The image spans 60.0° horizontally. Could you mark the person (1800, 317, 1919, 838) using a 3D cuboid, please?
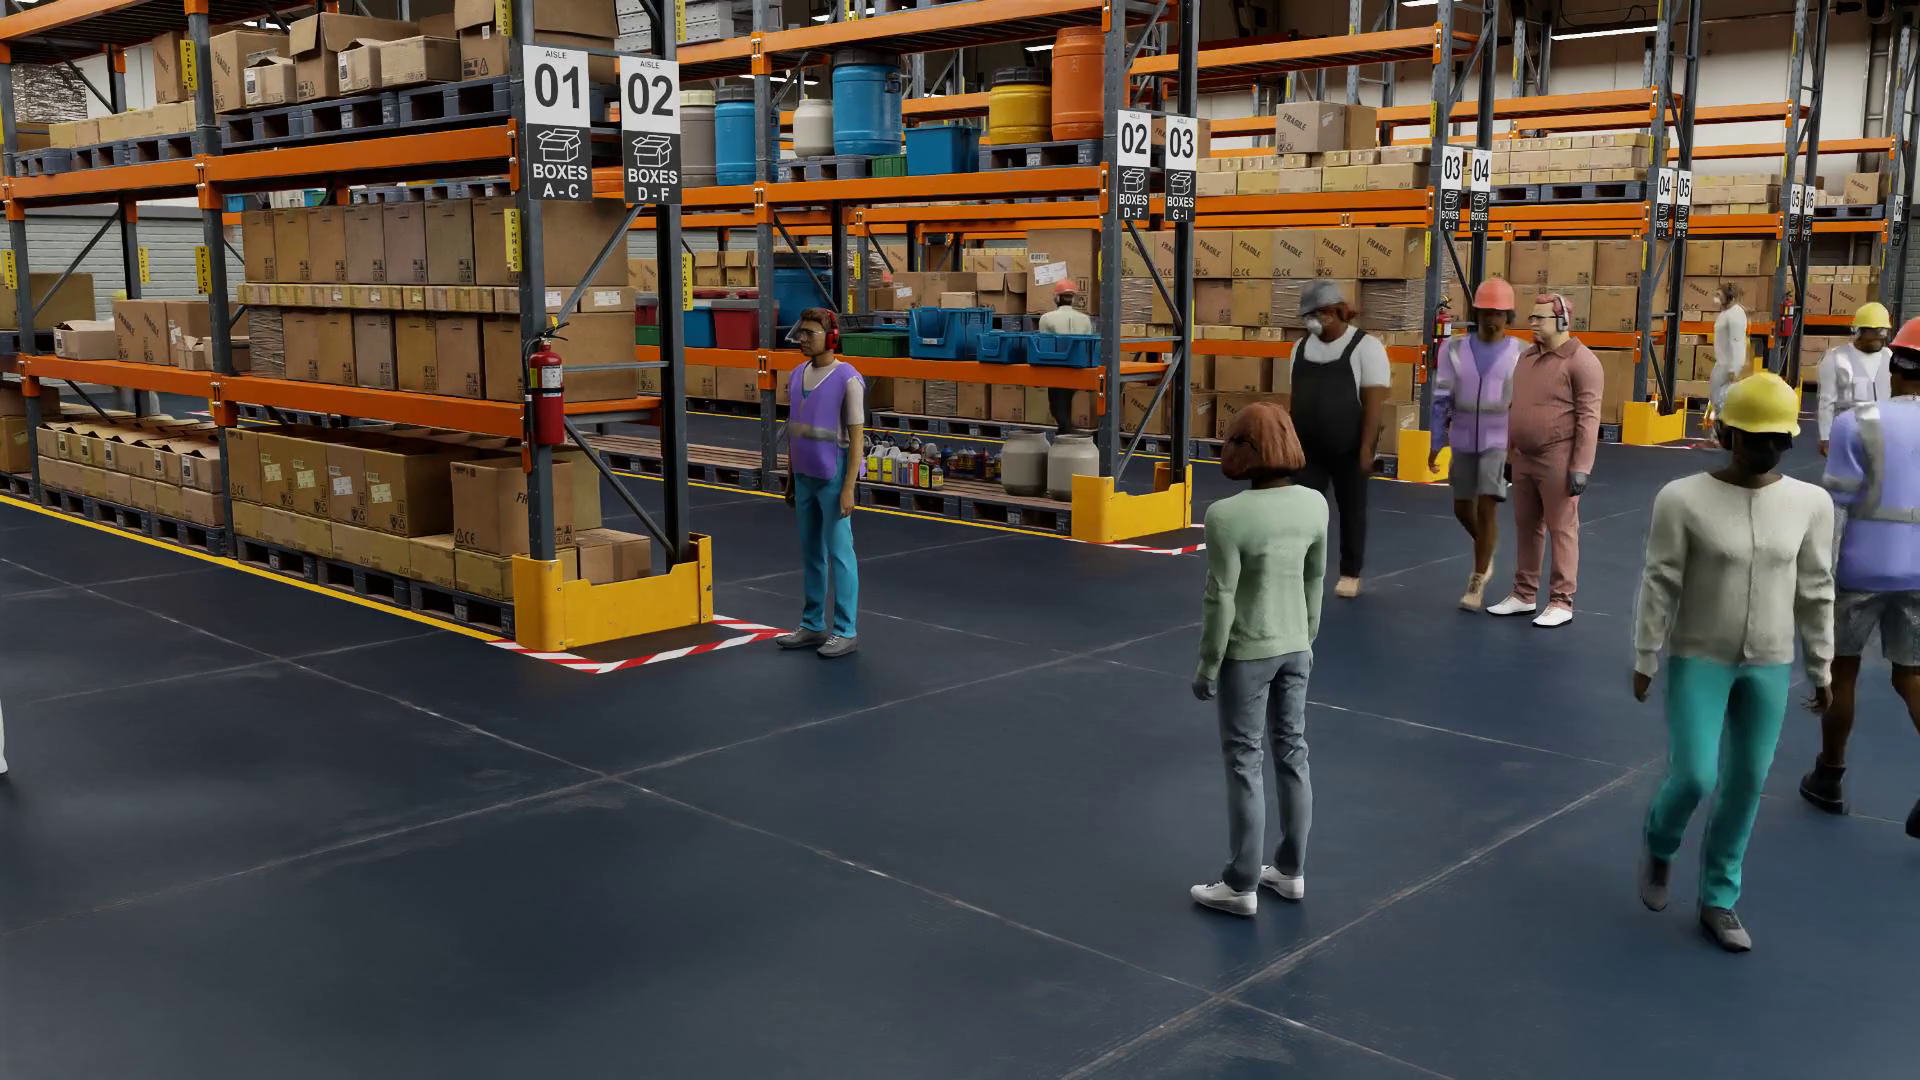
[{"bbox_3d":[3.432,0.129,6.055,0.566,1.900,0.806,1,9,7],"label":"person"}]

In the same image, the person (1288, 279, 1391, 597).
[{"bbox_3d":[2.260,-0.607,10.235,0.693,2.000,0.920,7,11,36],"label":"person"}]

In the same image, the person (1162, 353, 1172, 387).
[{"bbox_3d":[2.710,-2.359,21.324,0.339,1.882,0.581,8,12,42],"label":"person"}]

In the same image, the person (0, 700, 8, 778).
[{"bbox_3d":[-4.000,0.184,6.512,0.315,1.629,0.508,1,9,6],"label":"person"}]

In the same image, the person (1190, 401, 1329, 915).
[{"bbox_3d":[0.957,0.375,5.320,0.500,1.635,0.287,-6,11,-34],"label":"person"}]

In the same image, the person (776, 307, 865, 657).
[{"bbox_3d":[-0.723,-0.317,8.912,0.390,1.848,0.565,-9,13,-44],"label":"person"}]

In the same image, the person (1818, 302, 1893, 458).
[{"bbox_3d":[6.385,-0.773,11.828,0.594,1.819,0.409,0,9,0],"label":"person"}]

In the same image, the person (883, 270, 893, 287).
[{"bbox_3d":[-1.187,-3.235,26.272,0.618,2.022,0.616,-7,12,-37],"label":"person"}]

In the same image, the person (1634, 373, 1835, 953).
[{"bbox_3d":[2.328,0.369,5.014,0.551,1.751,0.390,0,9,2],"label":"person"}]

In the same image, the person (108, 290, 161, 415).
[{"bbox_3d":[-9.282,-1.904,18.781,0.824,1.798,0.629,6,11,31],"label":"person"}]

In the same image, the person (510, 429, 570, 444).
[{"bbox_3d":[-3.122,-0.900,12.291,0.611,1.913,1.033,-8,12,-42],"label":"person"}]

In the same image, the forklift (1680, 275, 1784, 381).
[{"bbox_3d":[12.480,-3.427,27.053,1.214,2.155,2.313,9,13,43],"label":"forklift"}]

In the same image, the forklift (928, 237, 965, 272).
[{"bbox_3d":[-0.326,-5.817,39.609,1.129,2.768,1.873,9,13,43],"label":"forklift"}]

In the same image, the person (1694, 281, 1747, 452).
[{"bbox_3d":[8.722,-1.954,18.750,0.642,1.923,0.631,2,10,13],"label":"person"}]

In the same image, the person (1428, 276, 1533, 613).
[{"bbox_3d":[3.238,-0.611,10.229,0.607,2.013,0.889,6,11,31],"label":"person"}]

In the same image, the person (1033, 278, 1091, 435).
[{"bbox_3d":[1.139,-1.784,17.587,0.610,1.961,0.889,-5,10,-27],"label":"person"}]

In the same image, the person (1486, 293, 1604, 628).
[{"bbox_3d":[3.377,-0.462,9.621,0.401,1.910,0.641,-4,10,-21],"label":"person"}]
